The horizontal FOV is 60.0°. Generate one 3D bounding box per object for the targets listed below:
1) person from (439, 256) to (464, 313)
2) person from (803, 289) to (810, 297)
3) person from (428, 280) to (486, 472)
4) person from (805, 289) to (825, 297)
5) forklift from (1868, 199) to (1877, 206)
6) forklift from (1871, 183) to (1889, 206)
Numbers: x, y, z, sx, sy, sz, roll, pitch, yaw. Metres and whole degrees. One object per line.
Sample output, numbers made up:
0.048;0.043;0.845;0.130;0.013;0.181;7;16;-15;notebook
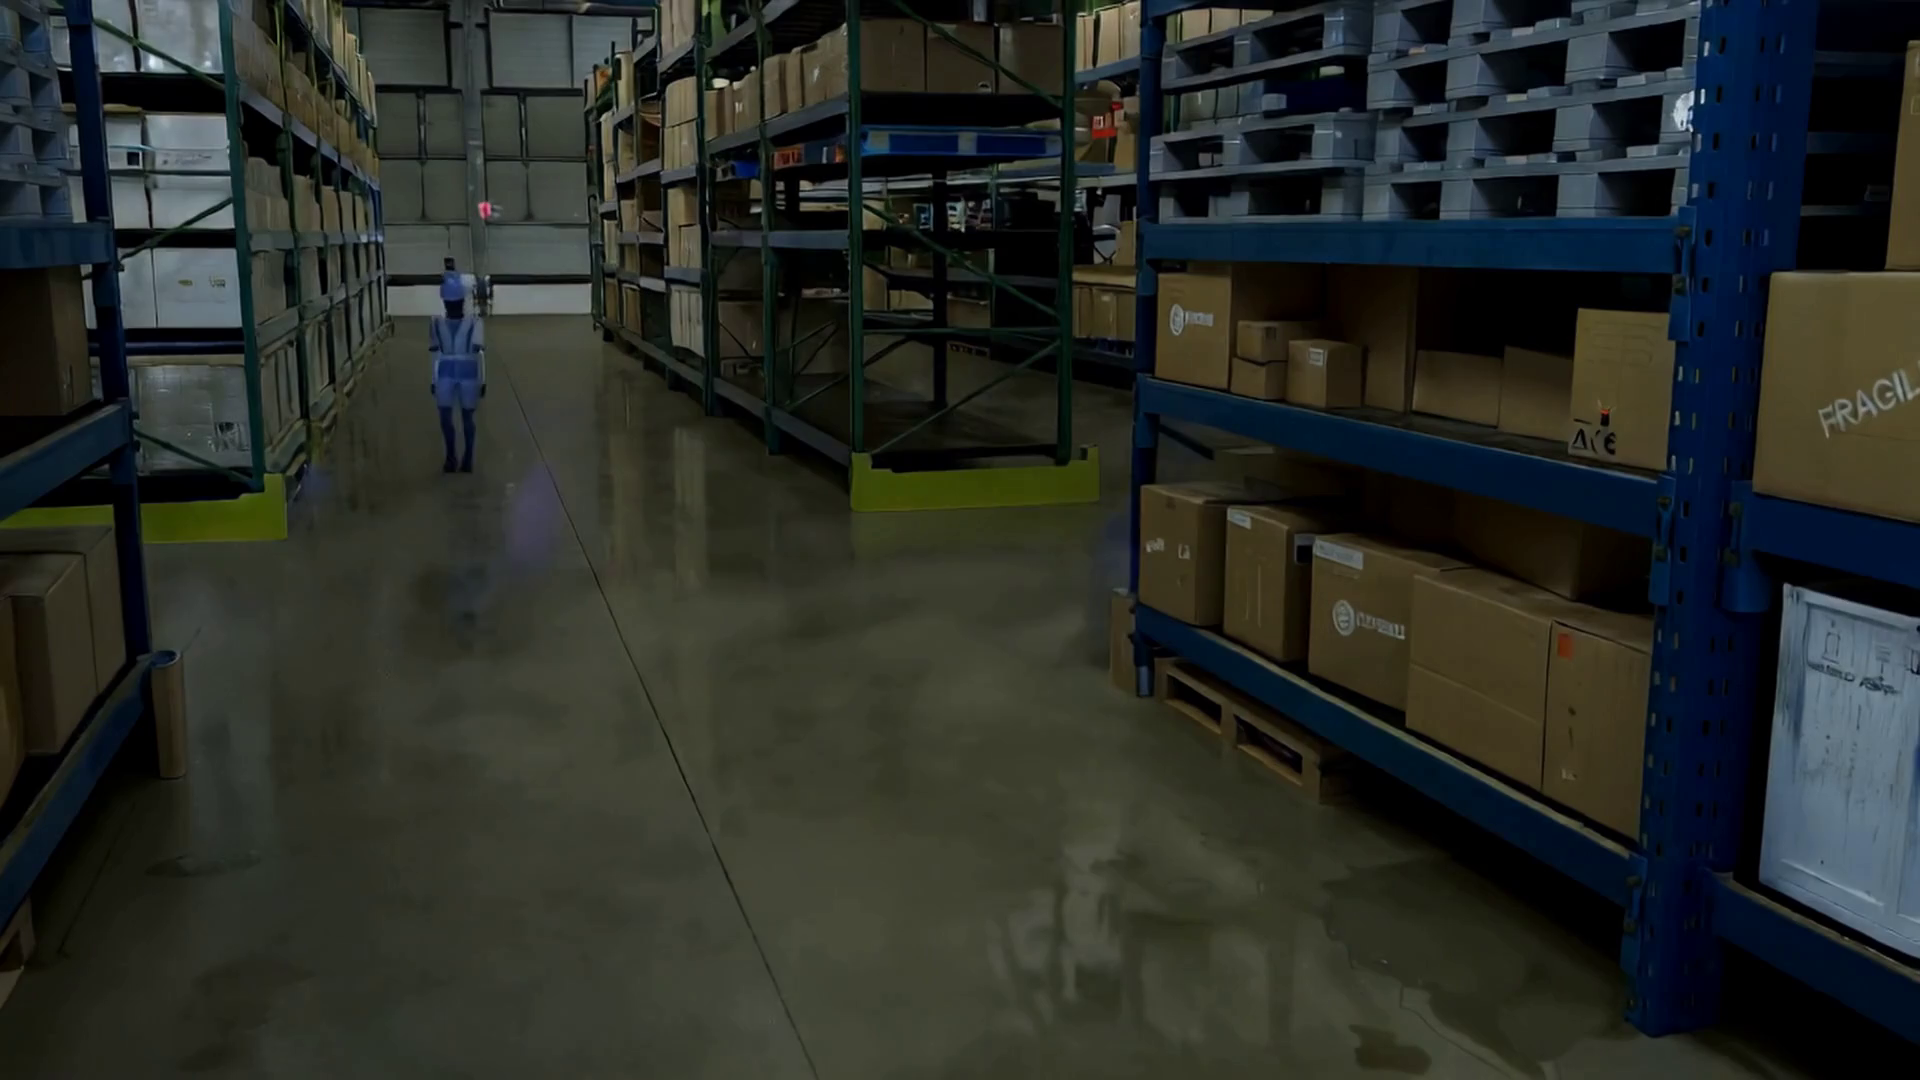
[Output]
-11.497;-5.469;37.716;0.547;1.911;0.818;-6;12;-29;person
-3.663;-5.420;37.994;0.480;1.710;0.858;0;10;1;person
-4.996;-1.606;16.498;0.579;1.918;0.609;-1;10;-5;person
-3.704;-6.281;42.202;0.602;1.886;0.986;-1;10;-3;person
11.338;-2.915;21.052;1.129;2.768;1.873;-3;11;-17;forklift
8.086;-1.646;14.094;1.873;2.768;1.129;-3;11;-16;forklift
